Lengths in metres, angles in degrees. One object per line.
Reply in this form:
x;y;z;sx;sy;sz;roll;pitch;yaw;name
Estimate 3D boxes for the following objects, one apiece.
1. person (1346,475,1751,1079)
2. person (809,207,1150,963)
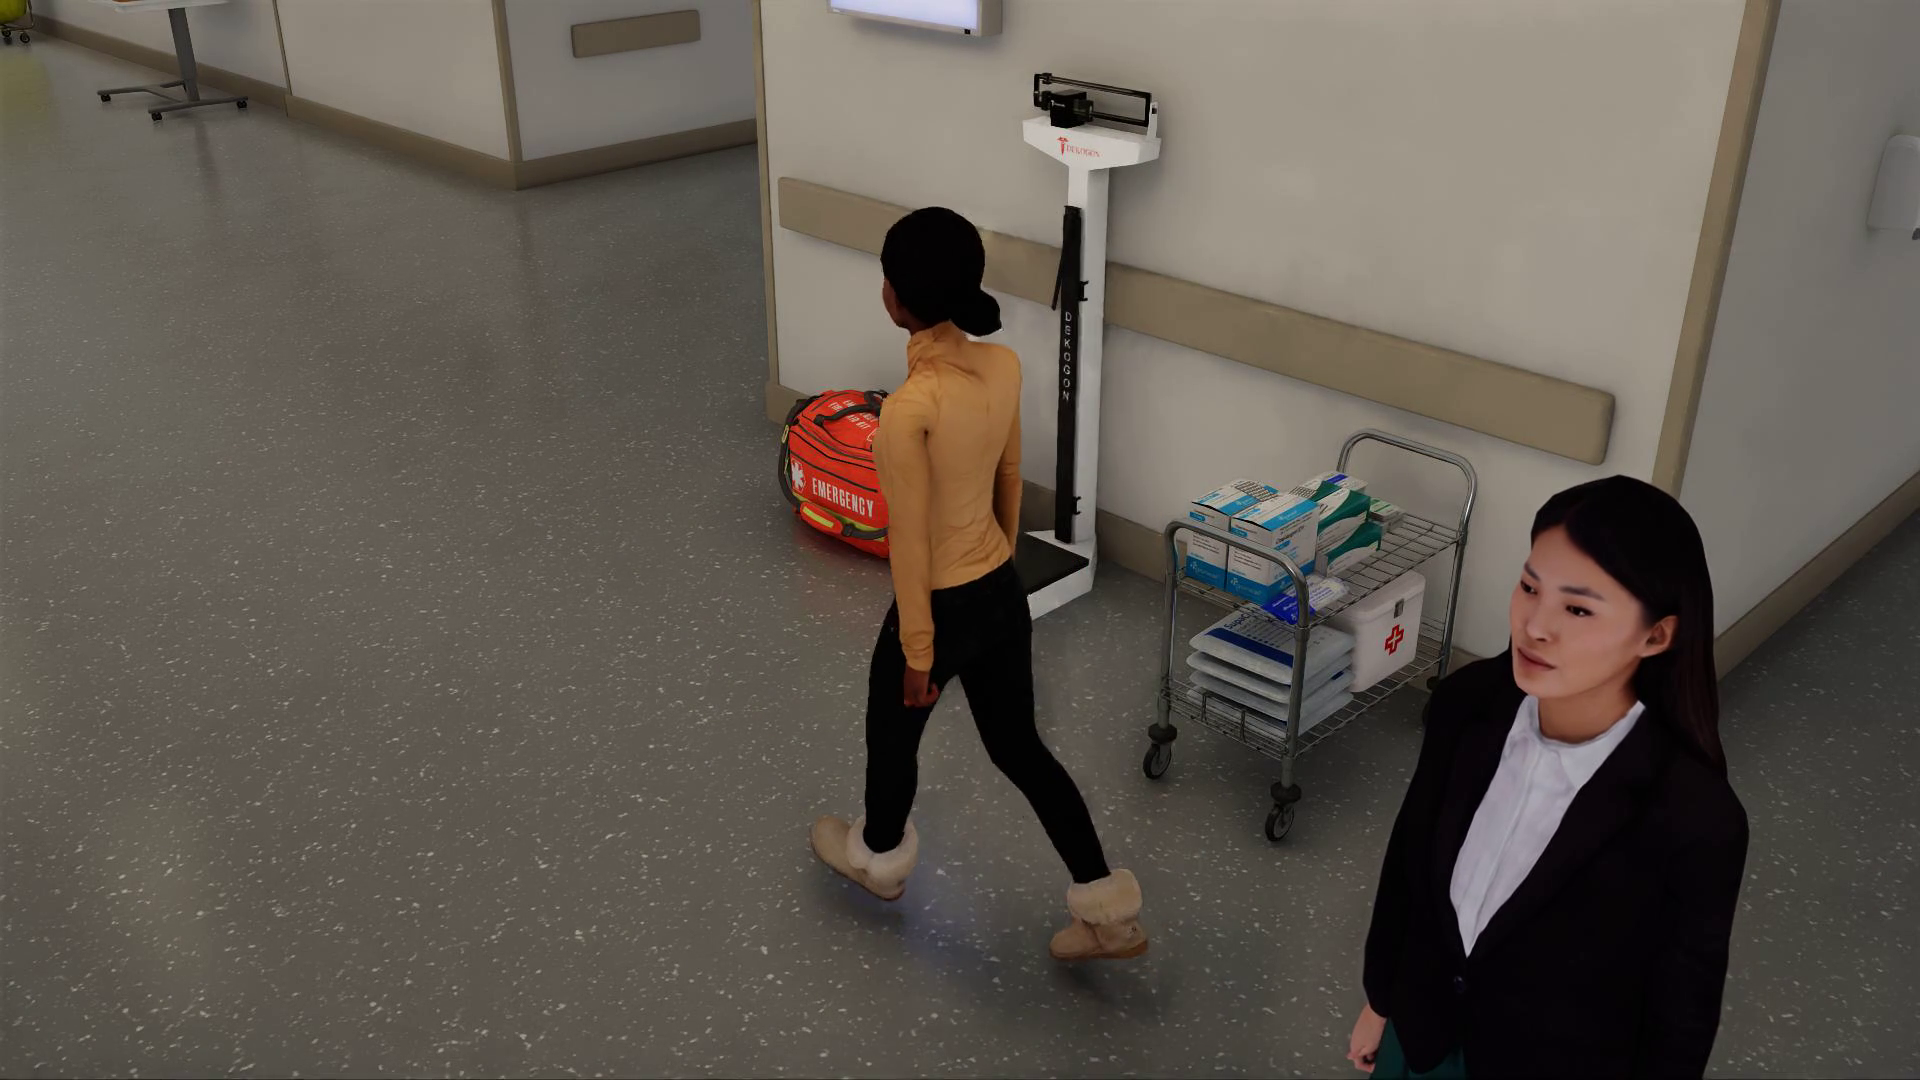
0.692;0.719;2.123;0.692;1.740;0.479;-20;32;-35;person
0.068;0.174;3.381;1.124;1.628;0.647;21;33;37;person
